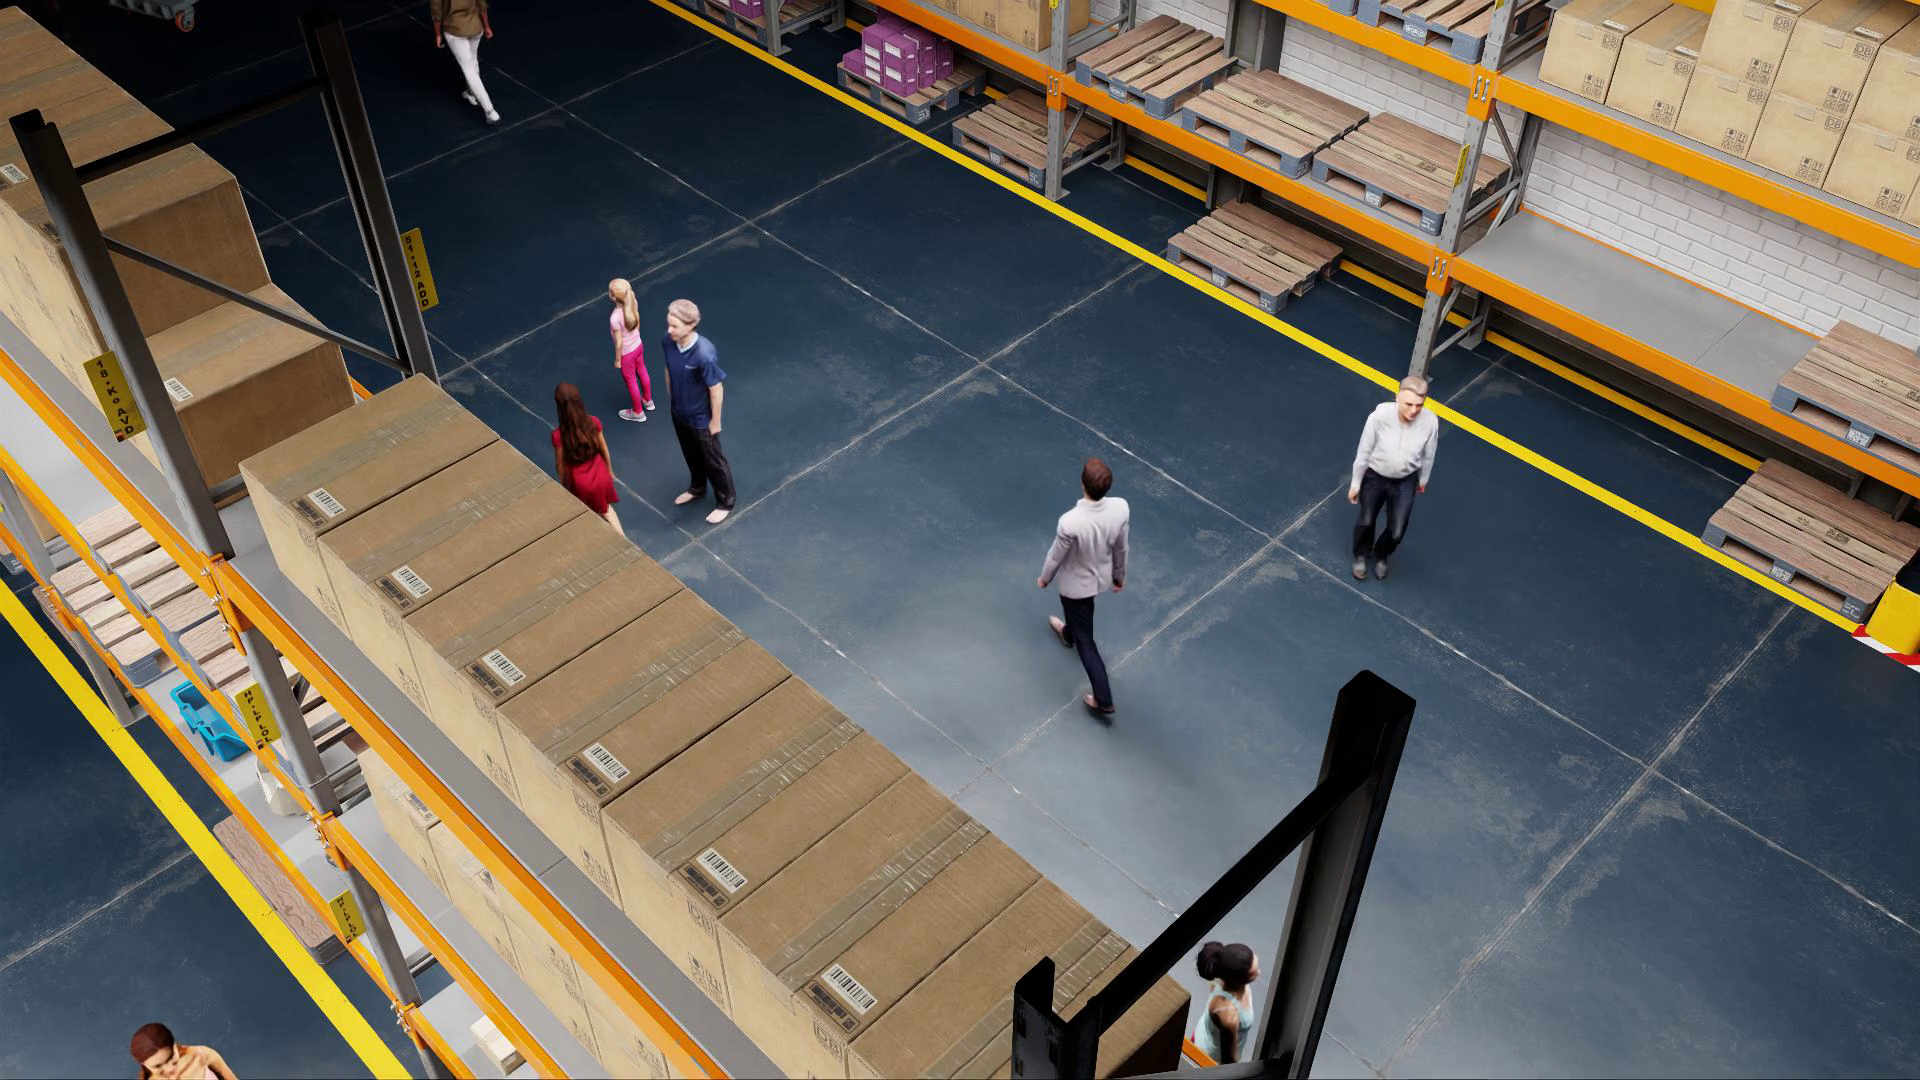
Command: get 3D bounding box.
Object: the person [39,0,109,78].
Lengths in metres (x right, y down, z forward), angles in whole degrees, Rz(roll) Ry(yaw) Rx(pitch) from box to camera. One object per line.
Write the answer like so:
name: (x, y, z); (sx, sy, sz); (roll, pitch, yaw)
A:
person: (-8.140, -4.383, 15.659); (1.132, 1.580, 1.142); (-5, 44, -5)

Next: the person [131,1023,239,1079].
person: (-3.575, 2.803, 7.935); (0.563, 1.829, 0.508); (-34, 53, -30)

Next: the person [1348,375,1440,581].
person: (2.939, -0.491, 11.414); (0.761, 1.801, 0.862); (9, 44, 10)

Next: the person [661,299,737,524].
person: (-1.878, -0.926, 11.820); (0.500, 1.871, 0.740); (29, 51, 27)

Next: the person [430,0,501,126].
person: (-4.748, -4.866, 16.005); (0.791, 1.803, 1.142); (-30, 51, -28)

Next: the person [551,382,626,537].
person: (-2.554, -0.396, 11.504); (0.570, 1.539, 0.806); (-28, 50, -26)

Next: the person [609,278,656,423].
person: (-2.553, -1.485, 12.841); (0.596, 1.272, 0.563); (16, 46, 17)

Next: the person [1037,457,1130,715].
person: (0.837, 0.317, 10.560); (0.864, 1.809, 1.266); (-24, 49, -23)

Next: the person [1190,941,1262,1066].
person: (1.292, 2.531, 8.268); (0.744, 1.764, 0.693); (3, 44, 3)
